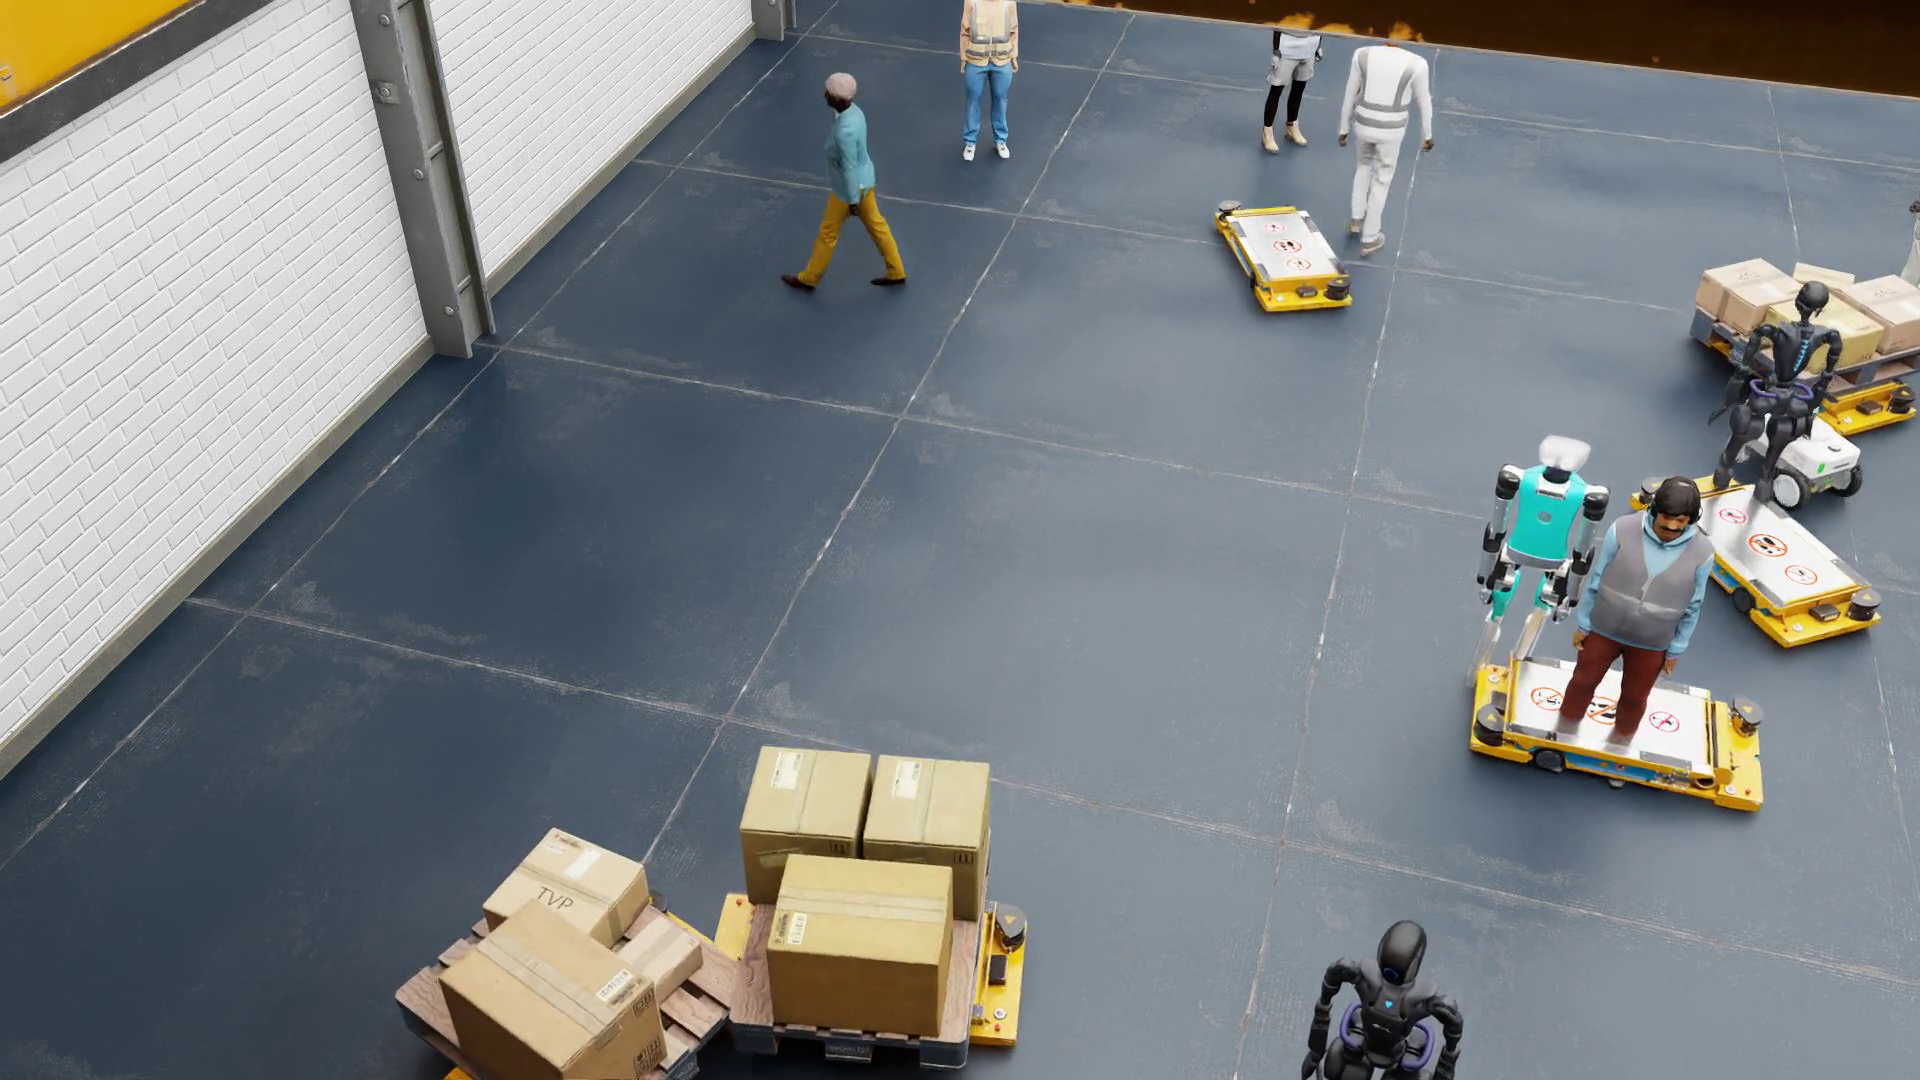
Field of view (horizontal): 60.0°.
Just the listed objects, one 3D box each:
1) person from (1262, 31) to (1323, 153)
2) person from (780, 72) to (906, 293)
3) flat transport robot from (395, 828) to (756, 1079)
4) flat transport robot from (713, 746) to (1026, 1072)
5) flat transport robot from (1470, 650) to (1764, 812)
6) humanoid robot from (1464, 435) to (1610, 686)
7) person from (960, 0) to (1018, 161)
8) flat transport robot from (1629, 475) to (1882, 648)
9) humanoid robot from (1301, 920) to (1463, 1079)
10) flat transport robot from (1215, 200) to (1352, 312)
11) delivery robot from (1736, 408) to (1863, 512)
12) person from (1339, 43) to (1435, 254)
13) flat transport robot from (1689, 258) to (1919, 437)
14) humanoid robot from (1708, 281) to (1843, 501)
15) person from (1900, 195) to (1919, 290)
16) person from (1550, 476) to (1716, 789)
[{"bbox_3d":[2.826,-4.107,13.971,0.535,1.696,0.322,-16,42,-19],"label":"person"},{"bbox_3d":[-0.840,-2.574,12.058,0.935,1.701,0.528,6,39,7],"label":"person"},{"bbox_3d":[-1.652,2.170,7.305,0.659,0.231,1.431,25,45,28],"label":"flat transport robot"},{"bbox_3d":[-0.433,1.930,7.604,1.431,0.231,0.659,4,39,5],"label":"flat transport robot"},{"bbox_3d":[3.459,0.990,8.773,1.431,0.231,0.659,11,40,14],"label":"flat transport robot"},{"bbox_3d":[2.985,0.163,8.681,0.538,1.868,0.681,16,42,19],"label":"humanoid robot"},{"bbox_3d":[0.238,-4.016,13.834,0.486,1.730,0.362,-4,39,-5],"label":"person"},{"bbox_3d":[4.722,0.070,9.918,0.659,0.231,1.431,-12,40,-15],"label":"flat transport robot"},{"bbox_3d":[1.645,1.984,6.423,0.584,1.644,0.518,17,42,20],"label":"humanoid robot"},{"bbox_3d":[2.461,-2.194,12.733,0.659,0.231,1.431,-5,39,-7],"label":"flat transport robot"},{"bbox_3d":[5.285,-0.580,10.501,0.499,0.600,0.802,-14,41,-17],"label":"delivery robot"},{"bbox_3d":[3.235,-3.101,12.588,0.667,1.863,0.586,23,44,26],"label":"person"},{"bbox_3d":[5.827,-1.216,11.517,0.659,0.231,1.431,-14,41,-17],"label":"flat transport robot"},{"bbox_3d":[4.792,-0.746,9.831,0.591,1.657,0.441,4,39,5],"label":"humanoid robot"},{"bbox_3d":[7.097,-2.443,11.947,0.517,1.639,0.311,-6,39,-7],"label":"person"},{"bbox_3d":[3.310,0.434,8.189,0.528,1.871,0.415,17,42,20],"label":"person"}]
